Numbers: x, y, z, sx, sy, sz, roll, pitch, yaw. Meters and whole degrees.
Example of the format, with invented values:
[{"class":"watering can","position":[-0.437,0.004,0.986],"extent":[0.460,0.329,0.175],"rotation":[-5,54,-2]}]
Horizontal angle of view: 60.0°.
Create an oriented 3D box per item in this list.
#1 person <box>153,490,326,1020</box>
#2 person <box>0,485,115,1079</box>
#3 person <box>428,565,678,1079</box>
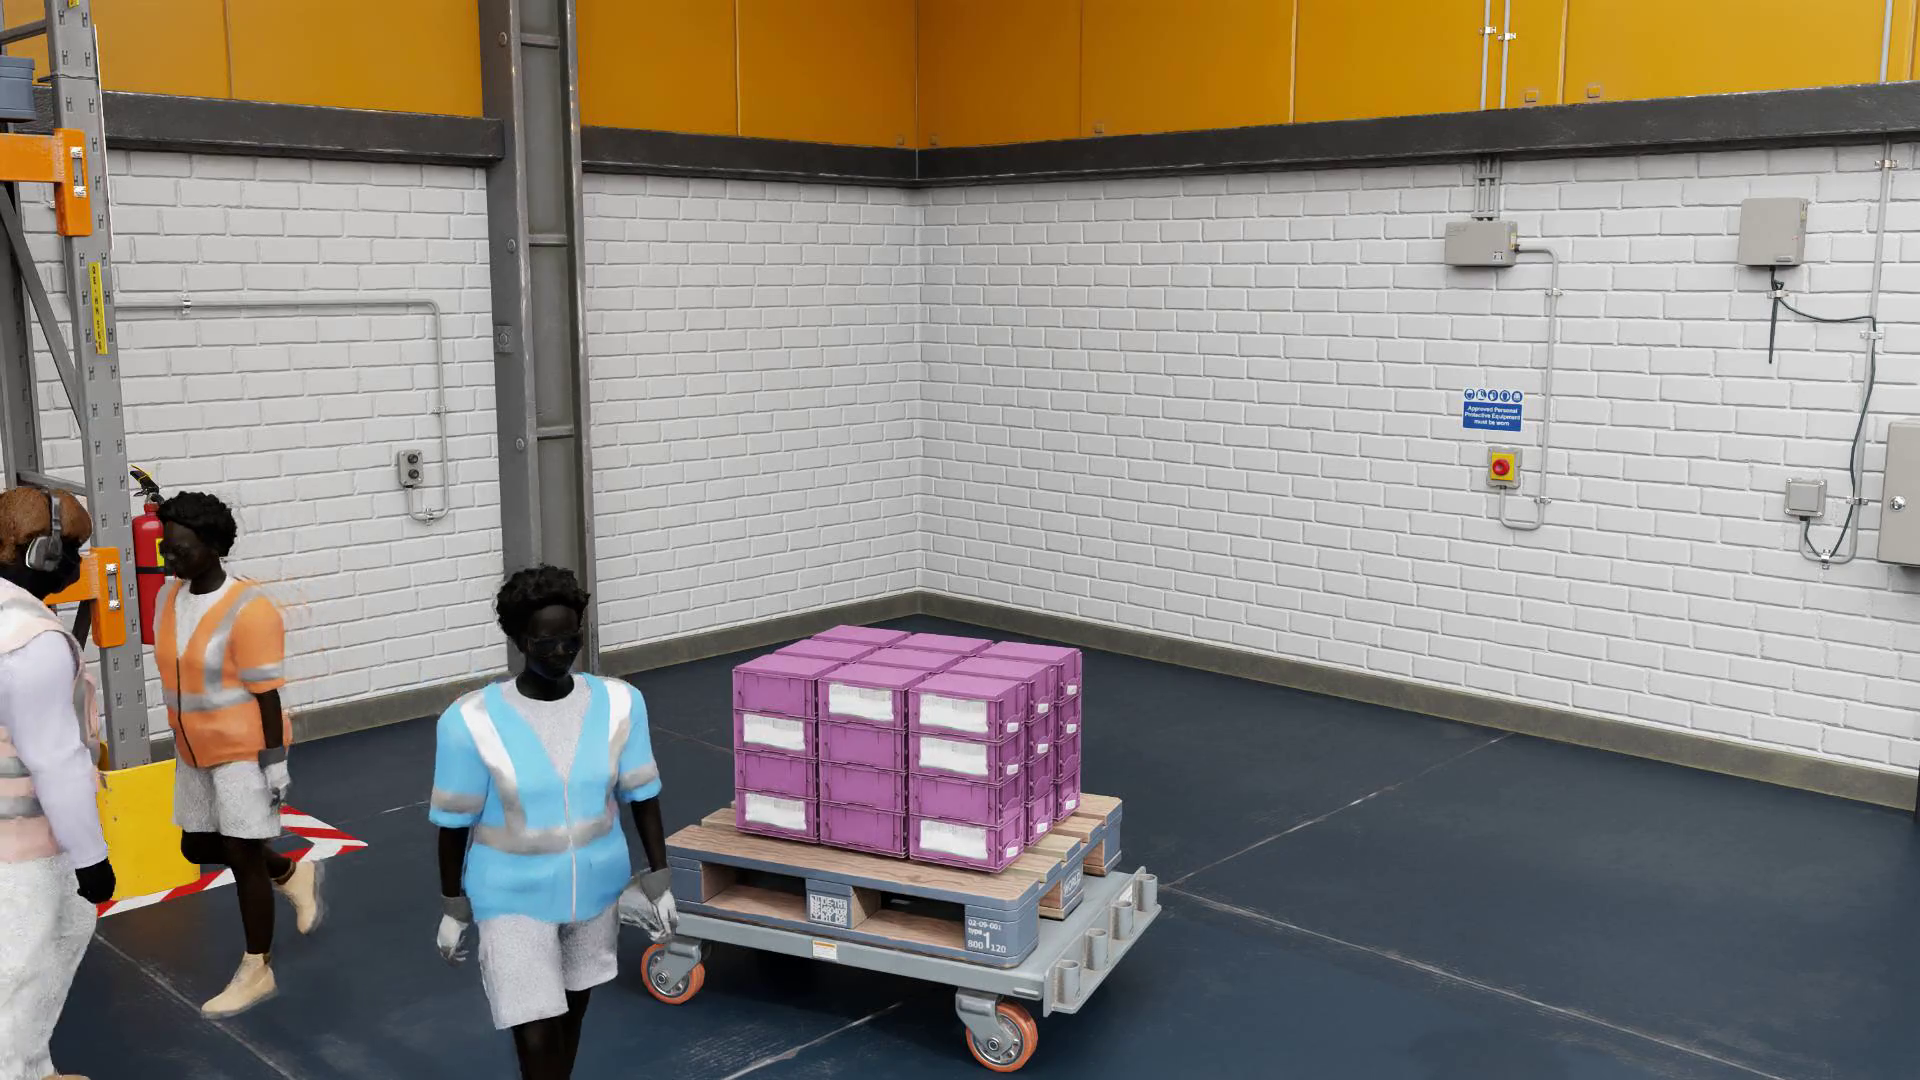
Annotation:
[{"class":"person","position":[-2.294,0.652,5.394],"extent":[0.547,1.684,0.541],"rotation":[5,10,28]},{"class":"person","position":[-2.451,0.760,4.363],"extent":[0.526,1.808,0.651],"rotation":[-9,13,-42]},{"class":"person","position":[-0.933,0.890,3.992],"extent":[0.557,1.652,0.836],"rotation":[-7,11,-35]}]
